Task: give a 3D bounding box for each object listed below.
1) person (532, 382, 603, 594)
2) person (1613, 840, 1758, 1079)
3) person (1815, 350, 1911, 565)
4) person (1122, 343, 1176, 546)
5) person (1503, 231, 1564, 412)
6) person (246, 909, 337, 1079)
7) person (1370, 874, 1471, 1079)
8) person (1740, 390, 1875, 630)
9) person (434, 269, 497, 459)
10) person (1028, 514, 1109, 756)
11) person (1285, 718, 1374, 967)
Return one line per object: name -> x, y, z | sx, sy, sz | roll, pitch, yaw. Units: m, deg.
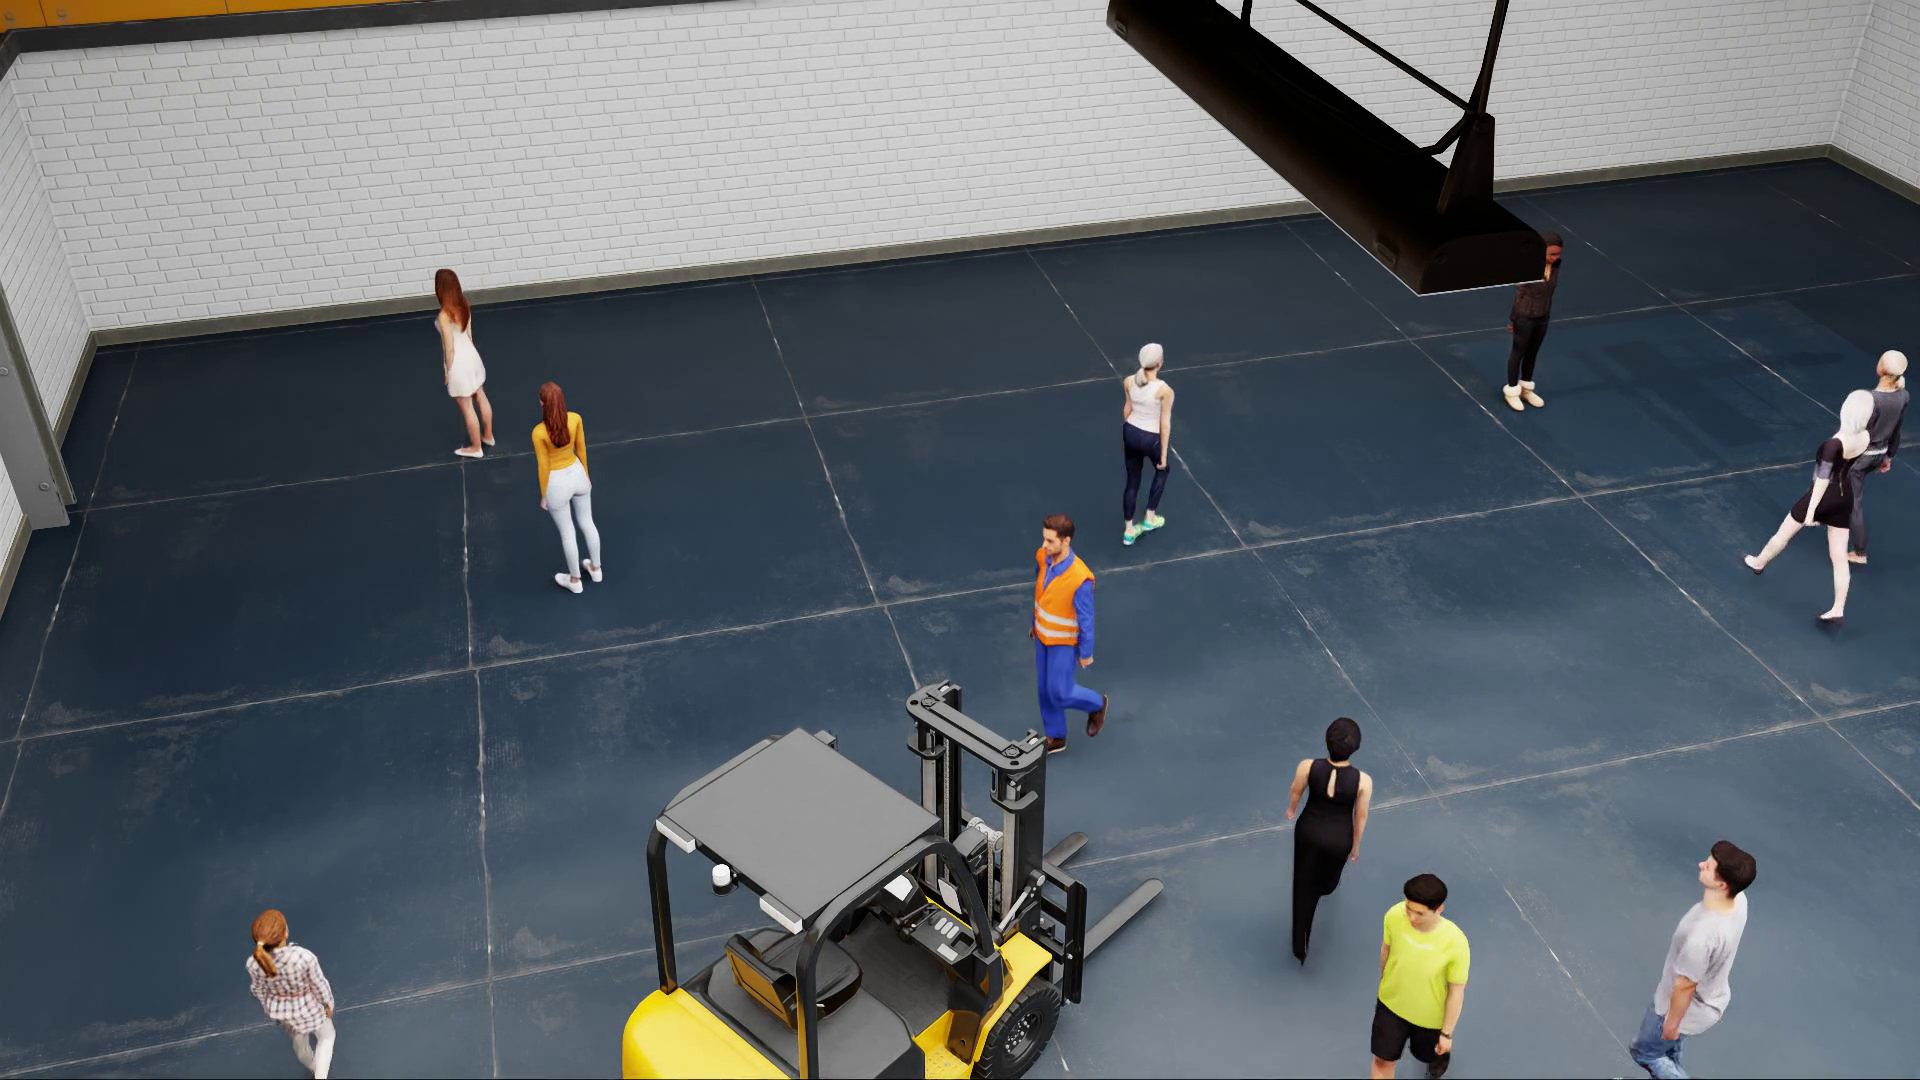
person -> -2.918, -0.396, 12.344 | 0.665, 1.750, 0.688 | -27, 42, -34
person -> 3.689, 2.282, 8.203 | 0.991, 1.875, 0.907 | 25, 41, 33
person -> 6.957, -0.612, 12.728 | 0.626, 1.685, 1.082 | -8, 34, -12
person -> 1.374, -0.695, 12.848 | 0.786, 1.690, 0.847 | 21, 39, 29
person -> 5.086, -1.987, 14.819 | 0.612, 1.660, 0.661 | -13, 36, -19
person -> -3.410, 2.423, 8.507 | 0.609, 1.303, 0.767 | -3, 34, -4
person -> 2.334, 2.276, 8.394 | 1.123, 1.672, 1.126 | 22, 39, 29
person -> 6.343, -0.182, 12.006 | 0.669, 1.769, 1.247 | -13, 36, -19
person -> -4.195, -1.500, 14.039 | 0.705, 1.712, 0.616 | 10, 35, 14
person -> 0.709, 0.602, 10.755 | 0.908, 1.849, 0.906 | -22, 39, -29
person -> 2.021, 1.727, 9.323 | 0.943, 1.558, 1.115 | 9, 35, 13
